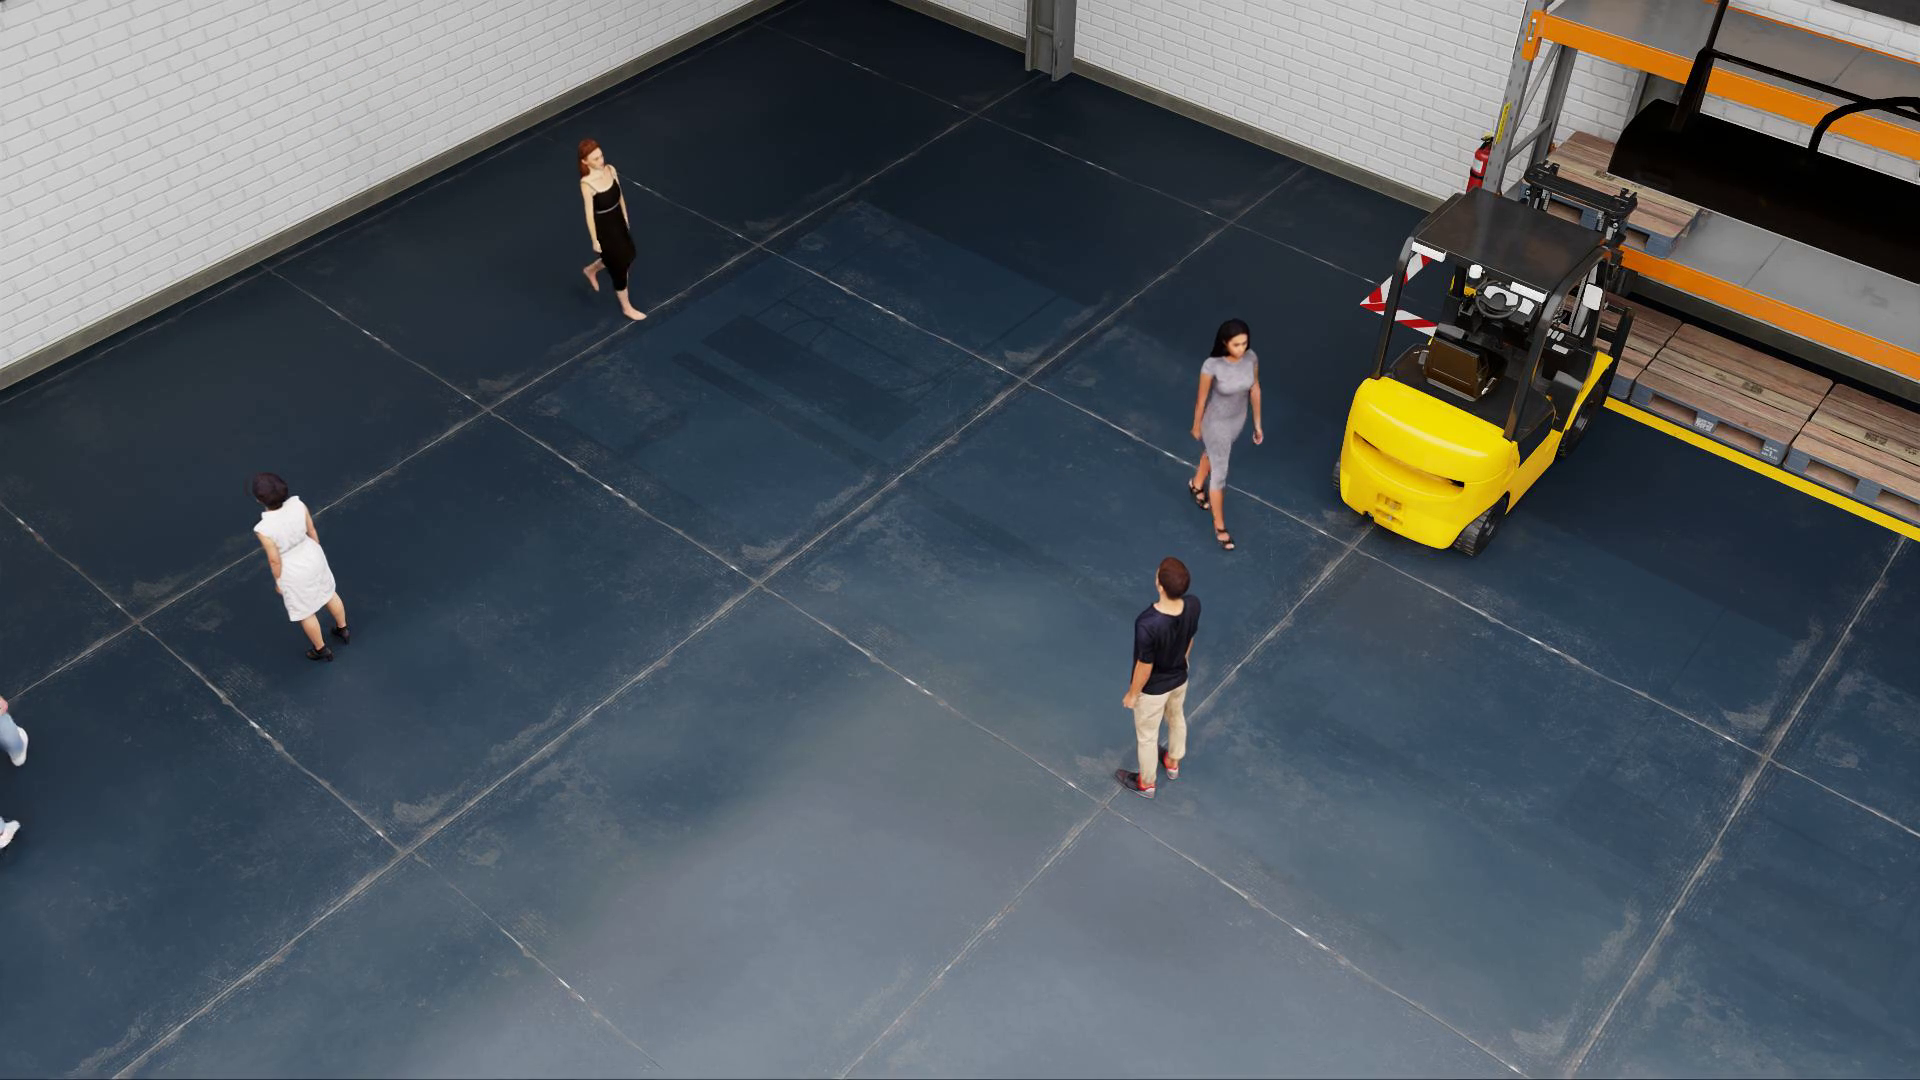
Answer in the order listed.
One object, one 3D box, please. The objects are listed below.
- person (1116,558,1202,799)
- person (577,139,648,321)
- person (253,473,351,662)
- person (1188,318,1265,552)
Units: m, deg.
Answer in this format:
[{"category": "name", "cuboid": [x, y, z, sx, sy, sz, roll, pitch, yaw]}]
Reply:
[{"category": "person", "cuboid": [1.184, 0.817, 9.775, 0.678, 1.857, 0.595, -30, 51, -28]}, {"category": "person", "cuboid": [-2.905, -2.535, 13.478, 0.932, 1.603, 0.679, 21, 48, 21]}, {"category": "person", "cuboid": [-4.239, 0.171, 10.671, 0.568, 1.556, 0.591, 21, 48, 21]}, {"category": "person", "cuboid": [1.777, -0.855, 11.603, 0.800, 1.755, 1.030, -21, 47, -21]}]
